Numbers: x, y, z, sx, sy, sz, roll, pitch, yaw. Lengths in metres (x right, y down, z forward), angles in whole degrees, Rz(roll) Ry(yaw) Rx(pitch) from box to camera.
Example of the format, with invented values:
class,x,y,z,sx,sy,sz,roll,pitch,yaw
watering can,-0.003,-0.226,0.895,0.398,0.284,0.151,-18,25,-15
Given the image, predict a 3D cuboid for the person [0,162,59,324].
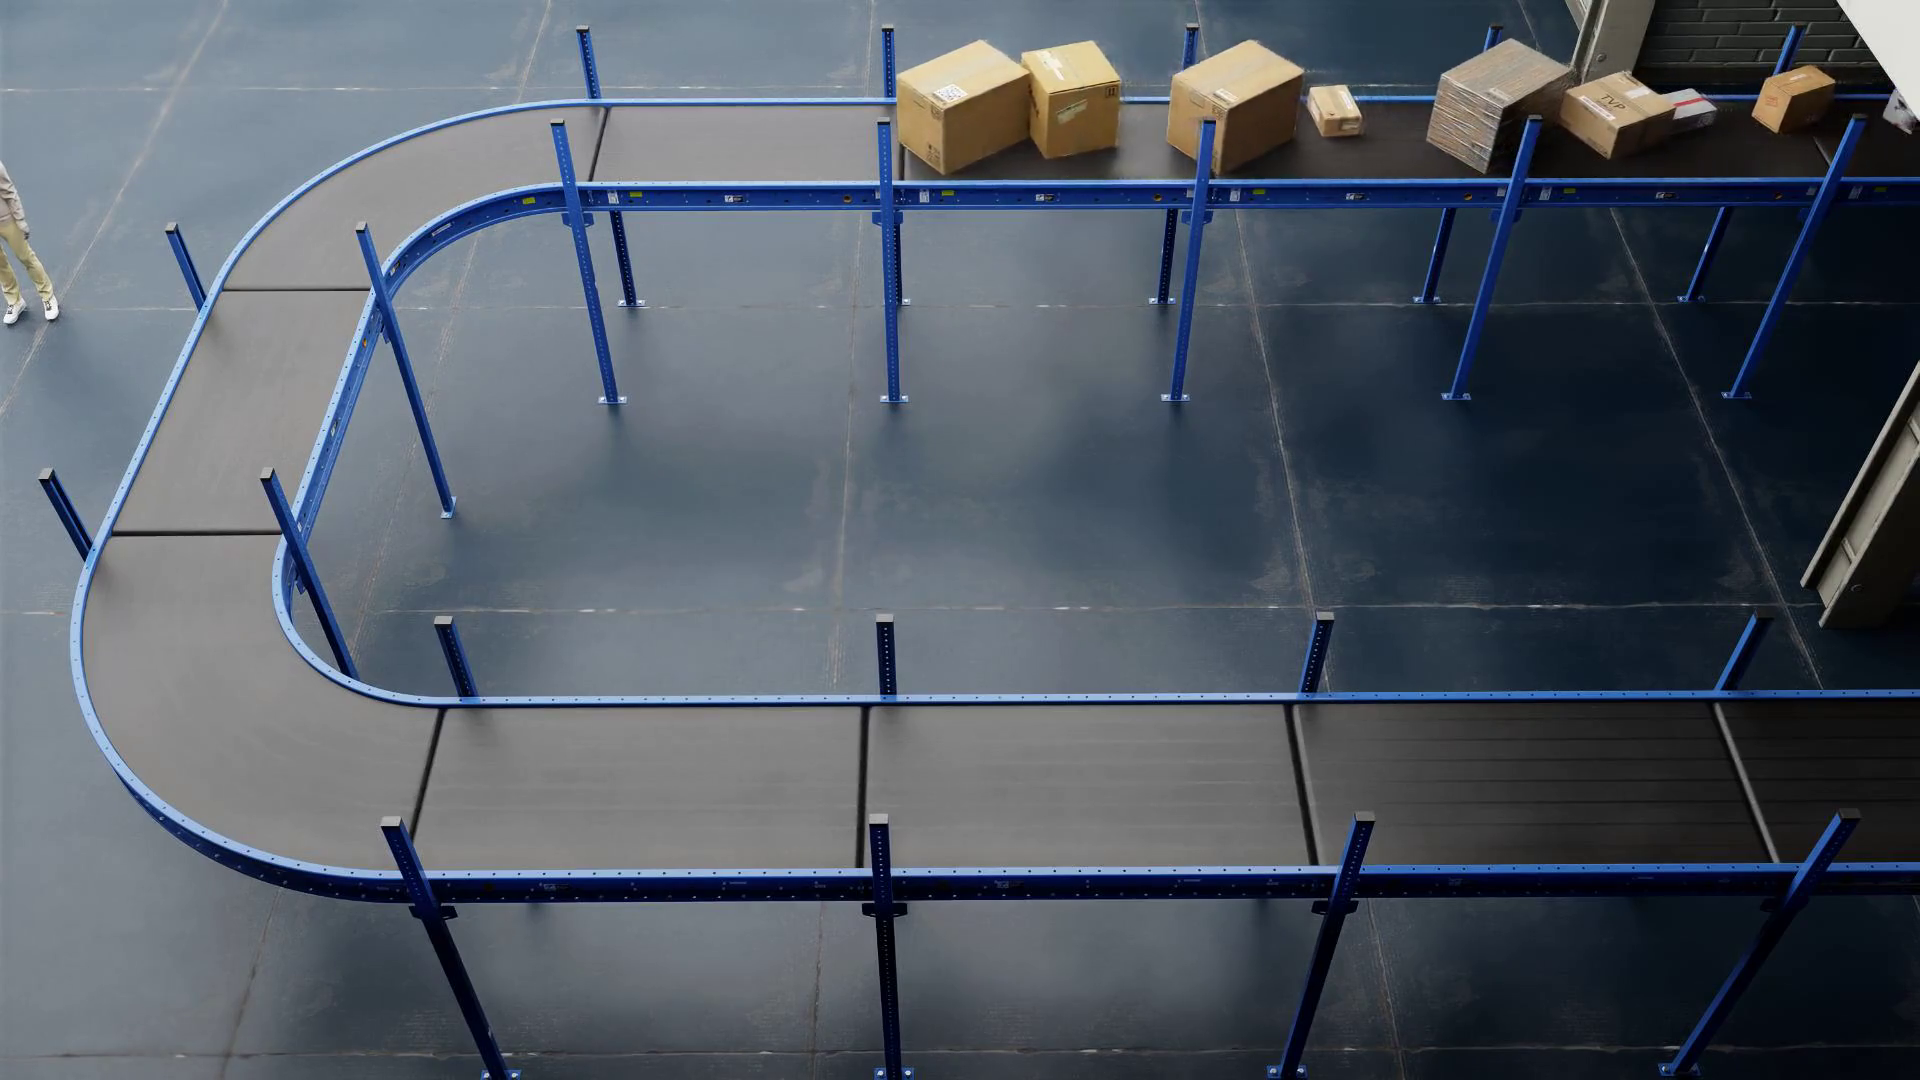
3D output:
class,x,y,z,sx,sy,sz,roll,pitch,yaw
person,-6.911,-2.261,12.269,0.497,1.633,0.289,-5,47,-4
